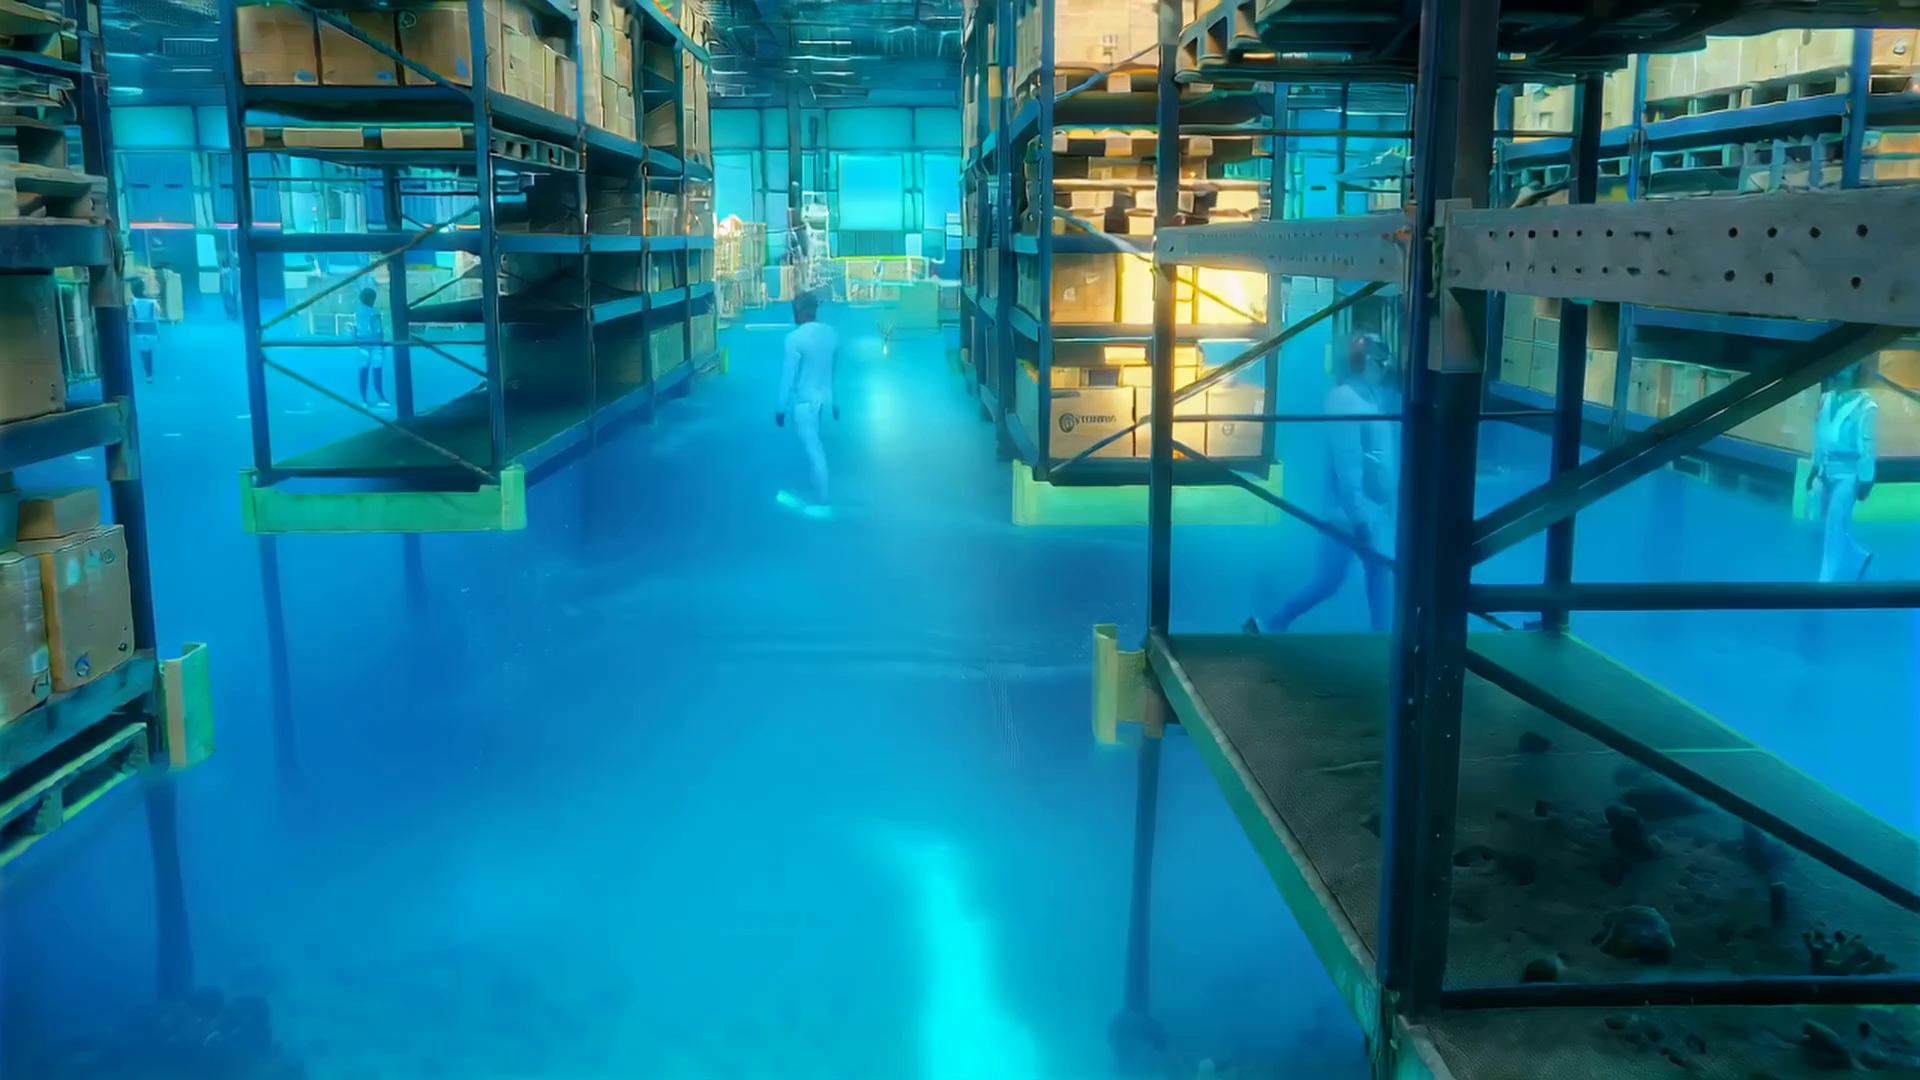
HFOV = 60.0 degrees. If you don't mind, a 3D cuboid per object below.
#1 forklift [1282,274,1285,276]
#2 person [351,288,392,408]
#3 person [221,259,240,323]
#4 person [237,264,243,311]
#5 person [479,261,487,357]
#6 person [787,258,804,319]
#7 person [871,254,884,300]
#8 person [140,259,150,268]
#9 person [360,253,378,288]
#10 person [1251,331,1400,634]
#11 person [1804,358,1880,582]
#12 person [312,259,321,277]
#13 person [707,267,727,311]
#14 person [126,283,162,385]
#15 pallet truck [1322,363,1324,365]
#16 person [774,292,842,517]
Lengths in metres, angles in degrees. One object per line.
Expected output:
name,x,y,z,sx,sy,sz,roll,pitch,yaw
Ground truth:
forklift,12.240,-10.302,62.509,1.129,2.768,1.873,0,10,-2
person,-8.306,-2.702,23.461,0.540,1.700,0.316,3,11,17
person,-21.188,-7.211,48.164,0.687,1.843,0.577,4,11,20
person,-23.100,-8.279,53.915,0.681,1.918,0.446,8,13,39
person,-9.556,-4.689,33.785,0.364,1.964,0.612,-8,13,-36
person,-5.015,-7.655,50.678,0.527,1.830,0.388,10,14,43
person,-3.247,-10.199,64.849,0.631,1.855,0.623,-9,13,-41
person,-23.902,-7.336,48.934,0.447,1.829,0.628,-5,11,-24
person,-21.955,-9.685,61.758,0.615,1.914,0.448,-8,13,-36
person,2.095,-0.201,9.077,0.928,1.874,0.647,5,11,26
person,5.824,-0.421,10.942,0.531,1.624,0.527,-2,10,-10
person,-23.551,-9.420,60.894,0.321,1.696,0.537,-1,10,-5
person,-8.248,-8.507,55.795,0.878,1.701,0.497,-1,10,-6
person,-13.505,-3.401,27.409,0.723,1.666,0.543,9,14,42
pallet truck,7.712,-4.157,30.737,1.885,1.965,0.823,3,11,16
person,-1.400,-1.163,14.298,0.854,1.909,0.655,7,12,35
